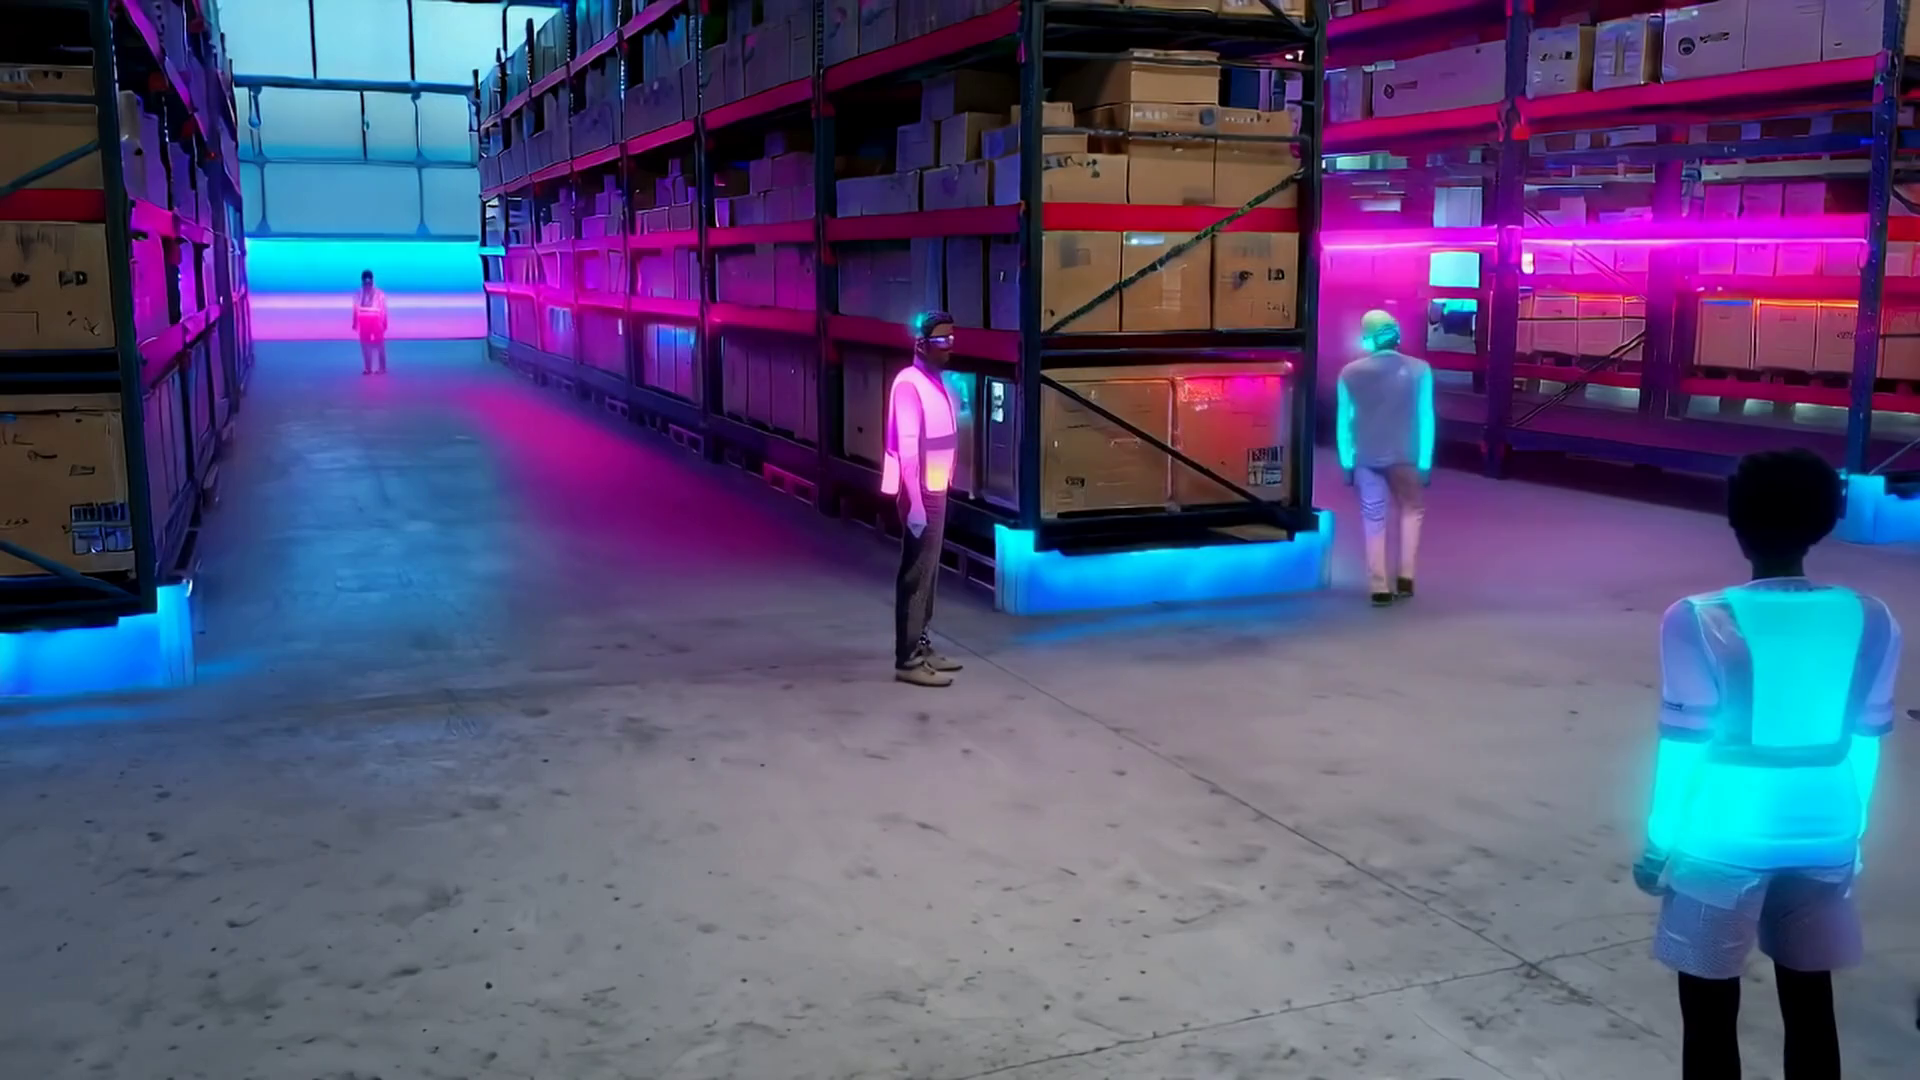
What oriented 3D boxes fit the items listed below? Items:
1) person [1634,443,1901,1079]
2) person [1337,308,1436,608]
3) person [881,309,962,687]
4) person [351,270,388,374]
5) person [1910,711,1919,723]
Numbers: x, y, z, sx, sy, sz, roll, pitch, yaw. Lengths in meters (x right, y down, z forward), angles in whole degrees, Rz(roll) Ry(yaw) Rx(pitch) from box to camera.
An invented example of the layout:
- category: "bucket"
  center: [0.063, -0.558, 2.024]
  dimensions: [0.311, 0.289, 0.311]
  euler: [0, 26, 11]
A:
- category: "person"
  center: [1.705, 0.641, 3.559]
  dimensions: [0.540, 1.695, 0.317]
  euler: [-1, 10, -8]
- category: "person"
  center: [2.590, -0.497, 10.081]
  dimensions: [0.606, 1.793, 0.554]
  euler: [5, 11, 27]
- category: "person"
  center: [-0.190, -0.214, 8.238]
  dimensions: [0.373, 1.843, 0.572]
  euler: [2, 10, 11]
- category: "person"
  center: [-10.950, -4.040, 30.887]
  dimensions: [0.615, 1.936, 0.457]
  euler: [1, 10, 7]
- category: "person"
  center: [4.543, -0.097, 7.418]
  dimensions: [0.641, 1.895, 0.432]
  euler: [-4, 10, -22]
